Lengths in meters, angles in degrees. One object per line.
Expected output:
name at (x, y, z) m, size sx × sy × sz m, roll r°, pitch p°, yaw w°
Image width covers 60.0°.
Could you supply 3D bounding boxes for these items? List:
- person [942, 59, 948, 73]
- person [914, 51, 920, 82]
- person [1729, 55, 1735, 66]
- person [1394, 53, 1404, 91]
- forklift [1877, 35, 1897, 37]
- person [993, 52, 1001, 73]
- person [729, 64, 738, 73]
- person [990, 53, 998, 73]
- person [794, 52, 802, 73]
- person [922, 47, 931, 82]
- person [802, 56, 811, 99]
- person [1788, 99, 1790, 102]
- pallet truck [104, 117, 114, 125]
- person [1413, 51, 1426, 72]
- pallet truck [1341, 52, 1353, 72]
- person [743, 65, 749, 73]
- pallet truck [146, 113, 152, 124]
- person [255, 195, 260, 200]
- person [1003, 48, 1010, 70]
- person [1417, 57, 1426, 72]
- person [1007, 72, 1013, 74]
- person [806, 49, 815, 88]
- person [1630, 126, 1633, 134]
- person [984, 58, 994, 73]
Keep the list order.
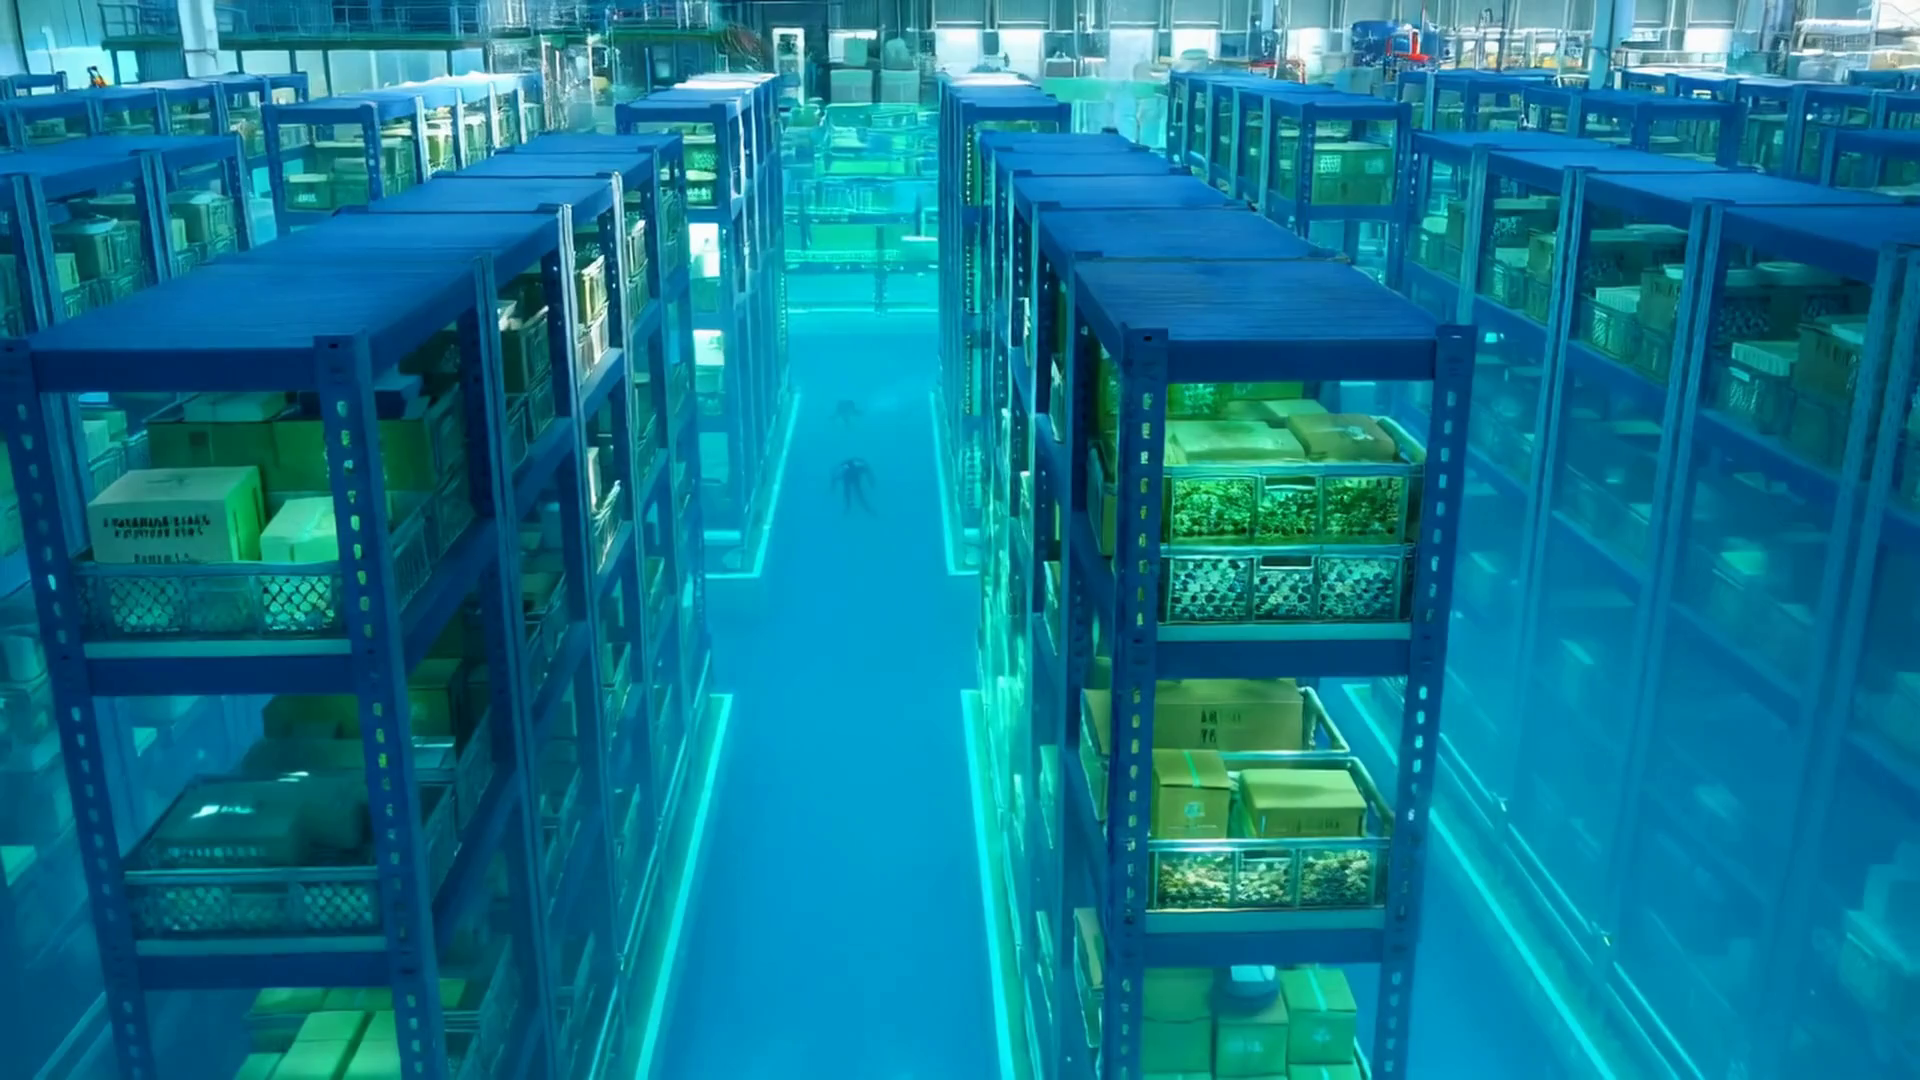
person at (-0.693, -20.928, 75.644) m, size 0.328 × 1.872 × 0.513 m, roll 2°, pitch 18°, yaw 7°
person at (-2.458, -25.873, 91.083) m, size 0.643 × 1.797 × 0.965 m, roll -10°, pitch 20°, yaw -28°
person at (37.967, -22.981, 82.090) m, size 0.905 × 1.805 × 0.546 m, roll -15°, pitch 23°, yaw -38°
person at (22.285, -23.742, 84.354) m, size 0.352 × 1.878 × 0.597 m, roll -5°, pitch 19°, yaw -15°
forklift at (44.184, -22.804, 79.832) m, size 1.129 × 2.768 × 1.873 m, roll -1°, pitch 18°, yaw -2°
person at (2.038, -26.354, 92.716) m, size 0.558 × 1.681 × 0.379 m, roll -1°, pitch 18°, yaw -4°
person at (-8.748, -17.424, 64.525) m, size 0.538 × 2.000 × 0.700 m, roll 3°, pitch 18°, yaw 9°
person at (1.717, -24.908, 88.150) m, size 0.553 × 1.749 × 0.403 m, roll -9°, pitch 20°, yaw -26°
person at (-8.505, -24.405, 86.364) m, size 0.847 × 1.904 × 0.635 m, roll 11°, pitch 21°, yaw 31°
person at (-1.895, -26.899, 94.072) m, size 0.685 × 1.904 × 0.602 m, roll -3°, pitch 18°, yaw -9°
person at (-7.154, -21.478, 77.244) m, size 0.371 × 1.933 × 0.627 m, roll 8°, pitch 20°, yaw 24°
person at (29.613, -15.584, 59.098) m, size 0.542 × 1.890 × 1.018 m, roll -5°, pitch 19°, yaw -15°
pallet truck at (-18.367, -7.885, 35.078) m, size 1.885 × 1.965 × 0.823 m, roll 1°, pitch 18°, yaw 2°
person at (23.654, -24.217, 85.725) m, size 0.715 × 1.945 × 0.400 m, roll 11°, pitch 21°, yaw 31°
pallet truck at (18.794, -23.123, 82.231) m, size 0.823 × 1.965 × 1.885 m, roll -13°, pitch 22°, yaw -35°
person at (-8.461, -17.815, 65.917) m, size 0.388 × 1.926 × 0.590 m, roll 12°, pitch 22°, yaw 33°
pallet truck at (-18.087, -8.309, 36.390) m, size 1.885 × 1.965 × 0.823 m, roll -1°, pitch 18°, yaw -4°
person at (-8.740, -3.366, 21.092) m, size 0.622 × 1.996 × 0.369 m, roll 8°, pitch 19°, yaw 23°
person at (2.662, -26.337, 92.339) m, size 0.963 × 1.889 × 0.593 m, roll 4°, pitch 18°, yaw 11°
person at (21.799, -21.862, 78.580) m, size 0.429 × 1.840 × 0.635 m, roll 1°, pitch 18°, yaw 4°
person at (1.751, -16.222, 60.994) m, size 0.511 × 1.925 × 0.543 m, roll 12°, pitch 21°, yaw 33°
person at (-7.862, -24.628, 86.891) m, size 0.622 × 1.994 × 0.381 m, roll 4°, pitch 18°, yaw 12°
person at (20.024, -12.237, 49.101) m, size 0.542 × 1.641 × 0.800 m, roll 6°, pitch 19°, yaw 18°
person at (1.367, -19.898, 72.226) m, size 0.822 × 2.019 × 0.610 m, roll -7°, pitch 19°, yaw -20°
